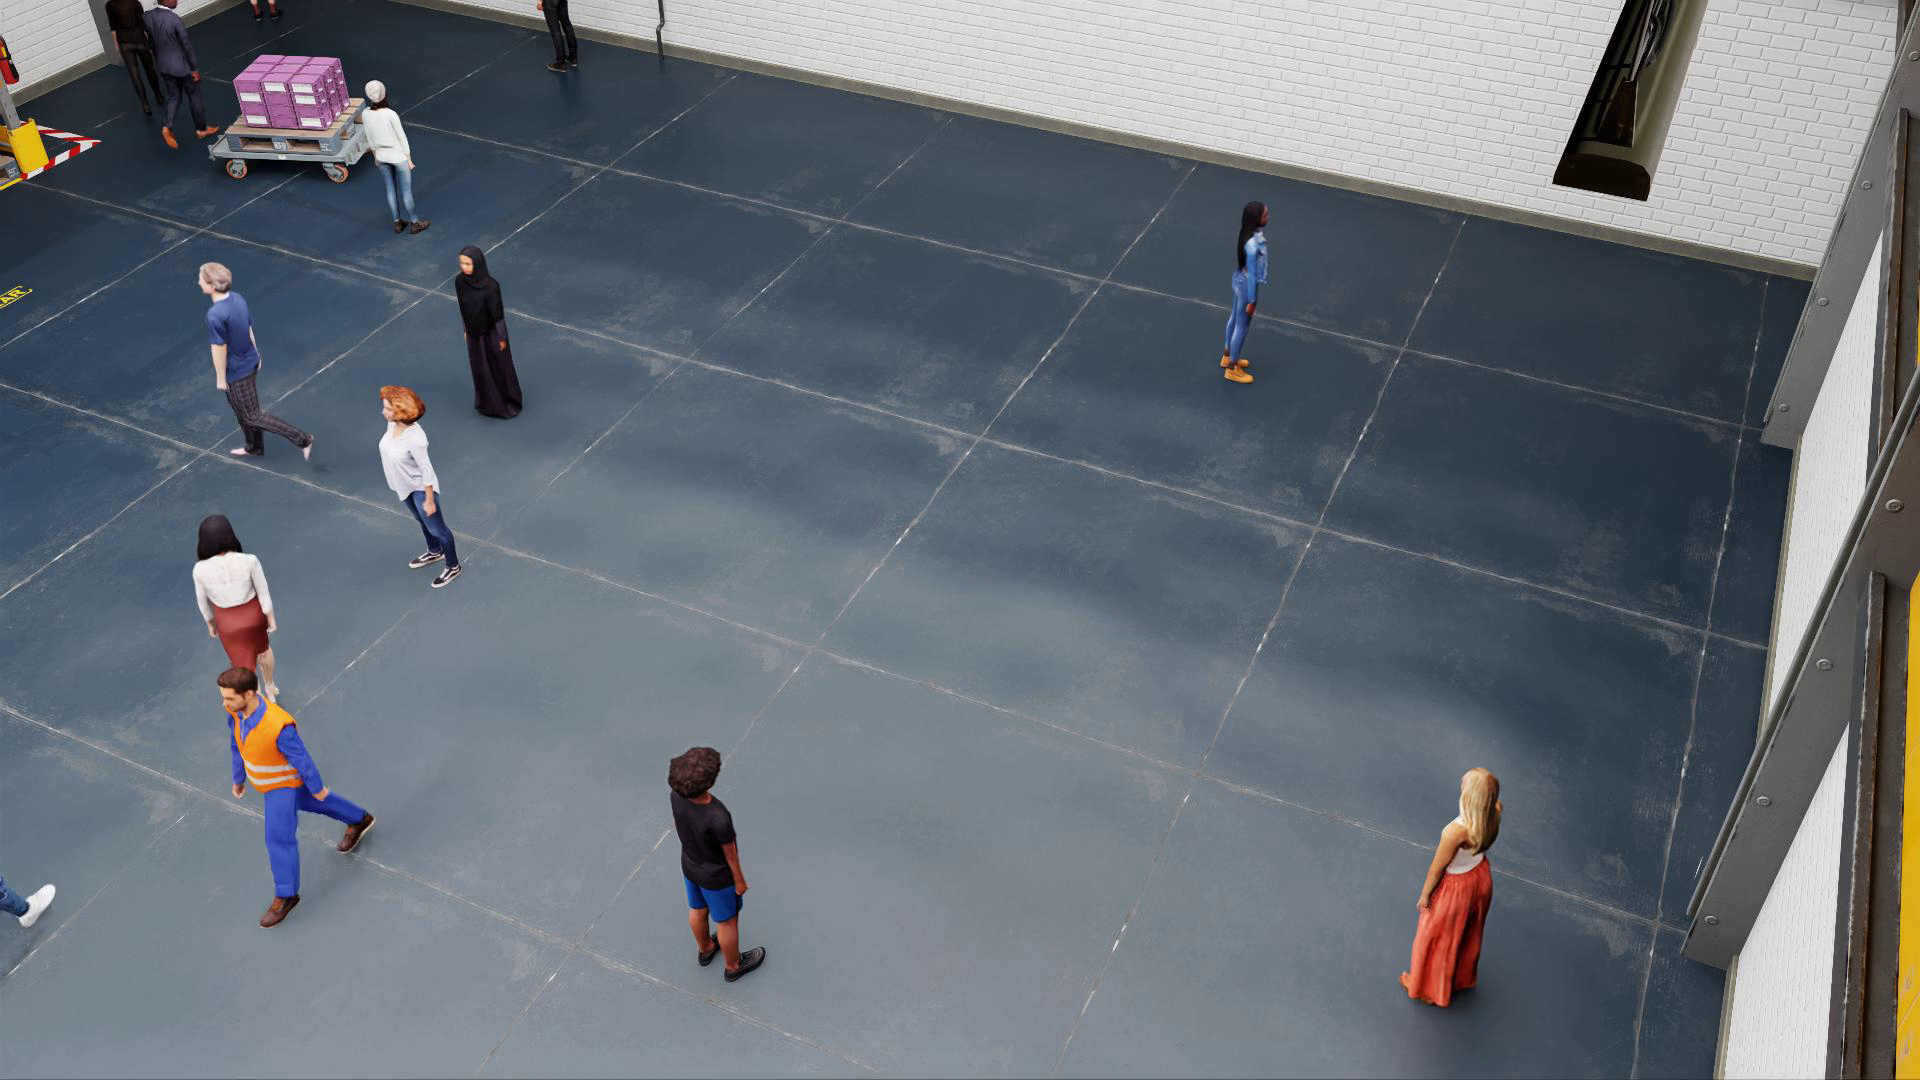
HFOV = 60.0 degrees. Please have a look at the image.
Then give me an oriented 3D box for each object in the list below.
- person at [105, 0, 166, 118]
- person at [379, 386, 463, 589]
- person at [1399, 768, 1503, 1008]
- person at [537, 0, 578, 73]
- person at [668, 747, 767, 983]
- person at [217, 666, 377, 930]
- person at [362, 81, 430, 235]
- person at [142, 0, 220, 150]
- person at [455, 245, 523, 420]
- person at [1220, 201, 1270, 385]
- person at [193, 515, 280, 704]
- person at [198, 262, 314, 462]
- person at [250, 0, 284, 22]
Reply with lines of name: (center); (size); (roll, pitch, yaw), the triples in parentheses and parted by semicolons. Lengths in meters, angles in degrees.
person: (-9.542, -5.686, 19.181); (0.966, 1.620, 0.979); (-17, 42, -20)
person: (-4.072, -0.437, 12.534); (0.735, 1.713, 0.729); (-29, 47, -31)
person: (2.836, 1.973, 9.447); (0.680, 1.799, 0.781); (-24, 45, -27)
person: (-4.926, -6.596, 20.190); (0.745, 1.783, 0.531); (24, 45, 27)
person: (-1.444, 1.869, 9.578); (0.659, 1.798, 0.636); (25, 45, 28)
person: (-4.064, 1.401, 10.154); (0.827, 1.811, 1.251); (22, 44, 25)
person: (-5.780, -3.901, 16.926); (0.611, 1.644, 0.570); (8, 39, 10)
person: (-8.716, -5.195, 18.434); (0.803, 1.785, 1.064); (9, 39, 11)
person: (-4.082, -1.812, 14.333); (0.580, 1.616, 0.564); (16, 41, 19)
person: (2.539, -2.225, 14.773); (0.729, 1.712, 0.585); (2, 39, 3)
person: (-4.803, 0.629, 11.190); (1.070, 1.725, 1.075); (-18, 42, -21)
person: (-5.815, -1.398, 13.630); (0.991, 1.847, 1.081); (2, 39, 2)
person: (-9.179, -7.606, 21.503); (0.697, 1.722, 0.700); (-2, 39, -3)
